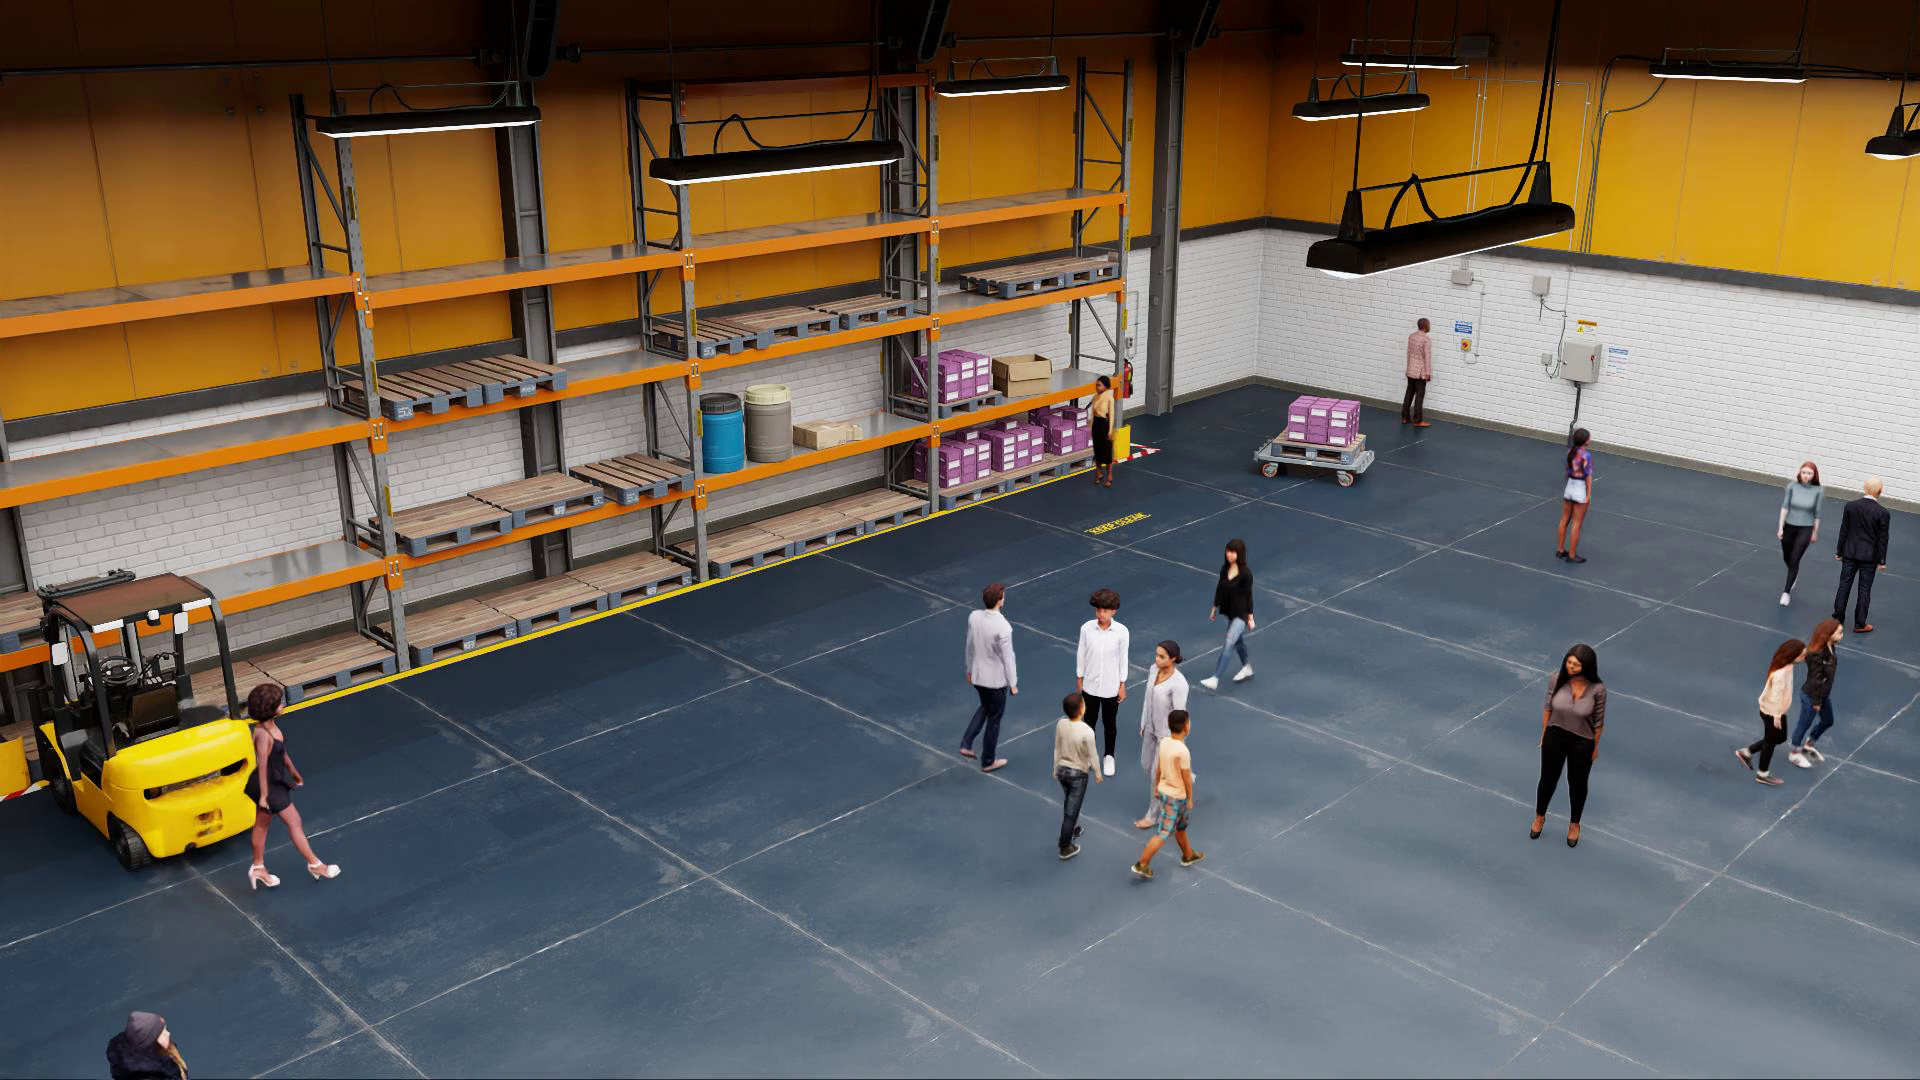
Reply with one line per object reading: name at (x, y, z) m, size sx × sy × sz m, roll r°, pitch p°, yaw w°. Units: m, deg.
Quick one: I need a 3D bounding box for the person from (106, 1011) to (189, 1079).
person at (-4.606, 3.415, 9.436) m, size 0.846 × 1.670 × 0.778 m, roll -10°, pitch 21°, yaw -28°

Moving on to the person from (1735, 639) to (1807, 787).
person at (7.424, 1.554, 15.279) m, size 0.719 × 1.467 × 0.660 m, roll 11°, pitch 22°, yaw 30°

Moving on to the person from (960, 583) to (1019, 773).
person at (0.212, 1.304, 15.444) m, size 0.711 × 1.835 × 0.705 m, roll -15°, pitch 24°, yaw -37°

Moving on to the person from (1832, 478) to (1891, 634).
person at (10.233, 0.165, 18.889) m, size 0.582 × 1.796 × 0.692 m, roll -16°, pitch 24°, yaw -39°

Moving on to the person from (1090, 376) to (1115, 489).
person at (2.092, -1.589, 24.322) m, size 0.551 × 1.652 × 0.516 m, roll 17°, pitch 25°, yaw 40°

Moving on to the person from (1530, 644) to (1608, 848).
person at (5.201, 1.726, 14.187) m, size 0.704 × 1.838 × 0.682 m, roll 10°, pitch 21°, yaw 28°

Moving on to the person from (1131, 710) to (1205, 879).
person at (1.689, 2.212, 13.686) m, size 1.040 × 1.236 × 0.752 m, roll -8°, pitch 20°, yaw -23°

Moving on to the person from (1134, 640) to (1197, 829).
person at (1.842, 1.659, 14.569) m, size 1.016 × 1.720 × 0.805 m, roll -10°, pitch 21°, yaw -27°

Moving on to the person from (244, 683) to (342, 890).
person at (-5.663, 2.024, 13.423) m, size 1.000 × 1.760 × 0.786 m, roll -7°, pitch 20°, yaw -20°

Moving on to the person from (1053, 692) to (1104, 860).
person at (0.910, 1.997, 13.985) m, size 0.549 × 1.453 × 0.713 m, roll 17°, pitch 25°, yaw 40°

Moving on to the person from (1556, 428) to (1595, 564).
person at (7.845, -0.582, 21.191) m, size 0.643 × 1.743 × 0.661 m, roll -7°, pitch 20°, yaw -21°

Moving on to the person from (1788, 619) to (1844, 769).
person at (7.996, 1.416, 15.680) m, size 0.487 × 1.473 × 0.660 m, roll -14°, pitch 23°, yaw -36°

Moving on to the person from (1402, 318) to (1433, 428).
person at (7.621, -2.804, 27.687) m, size 0.721 × 1.807 × 0.768 m, roll -8°, pitch 20°, yaw -23°

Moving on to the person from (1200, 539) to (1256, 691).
person at (2.926, 0.762, 17.409) m, size 1.076 × 1.609 × 0.702 m, roll -13°, pitch 23°, yaw -34°

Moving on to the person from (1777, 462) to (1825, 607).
person at (9.992, -0.114, 19.837) m, size 0.694 × 1.719 × 1.156 m, roll 13°, pitch 23°, yaw 34°

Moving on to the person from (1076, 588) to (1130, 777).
person at (1.319, 1.306, 15.479) m, size 0.726 × 1.809 × 0.743 m, roll 5°, pitch 19°, yaw 13°
